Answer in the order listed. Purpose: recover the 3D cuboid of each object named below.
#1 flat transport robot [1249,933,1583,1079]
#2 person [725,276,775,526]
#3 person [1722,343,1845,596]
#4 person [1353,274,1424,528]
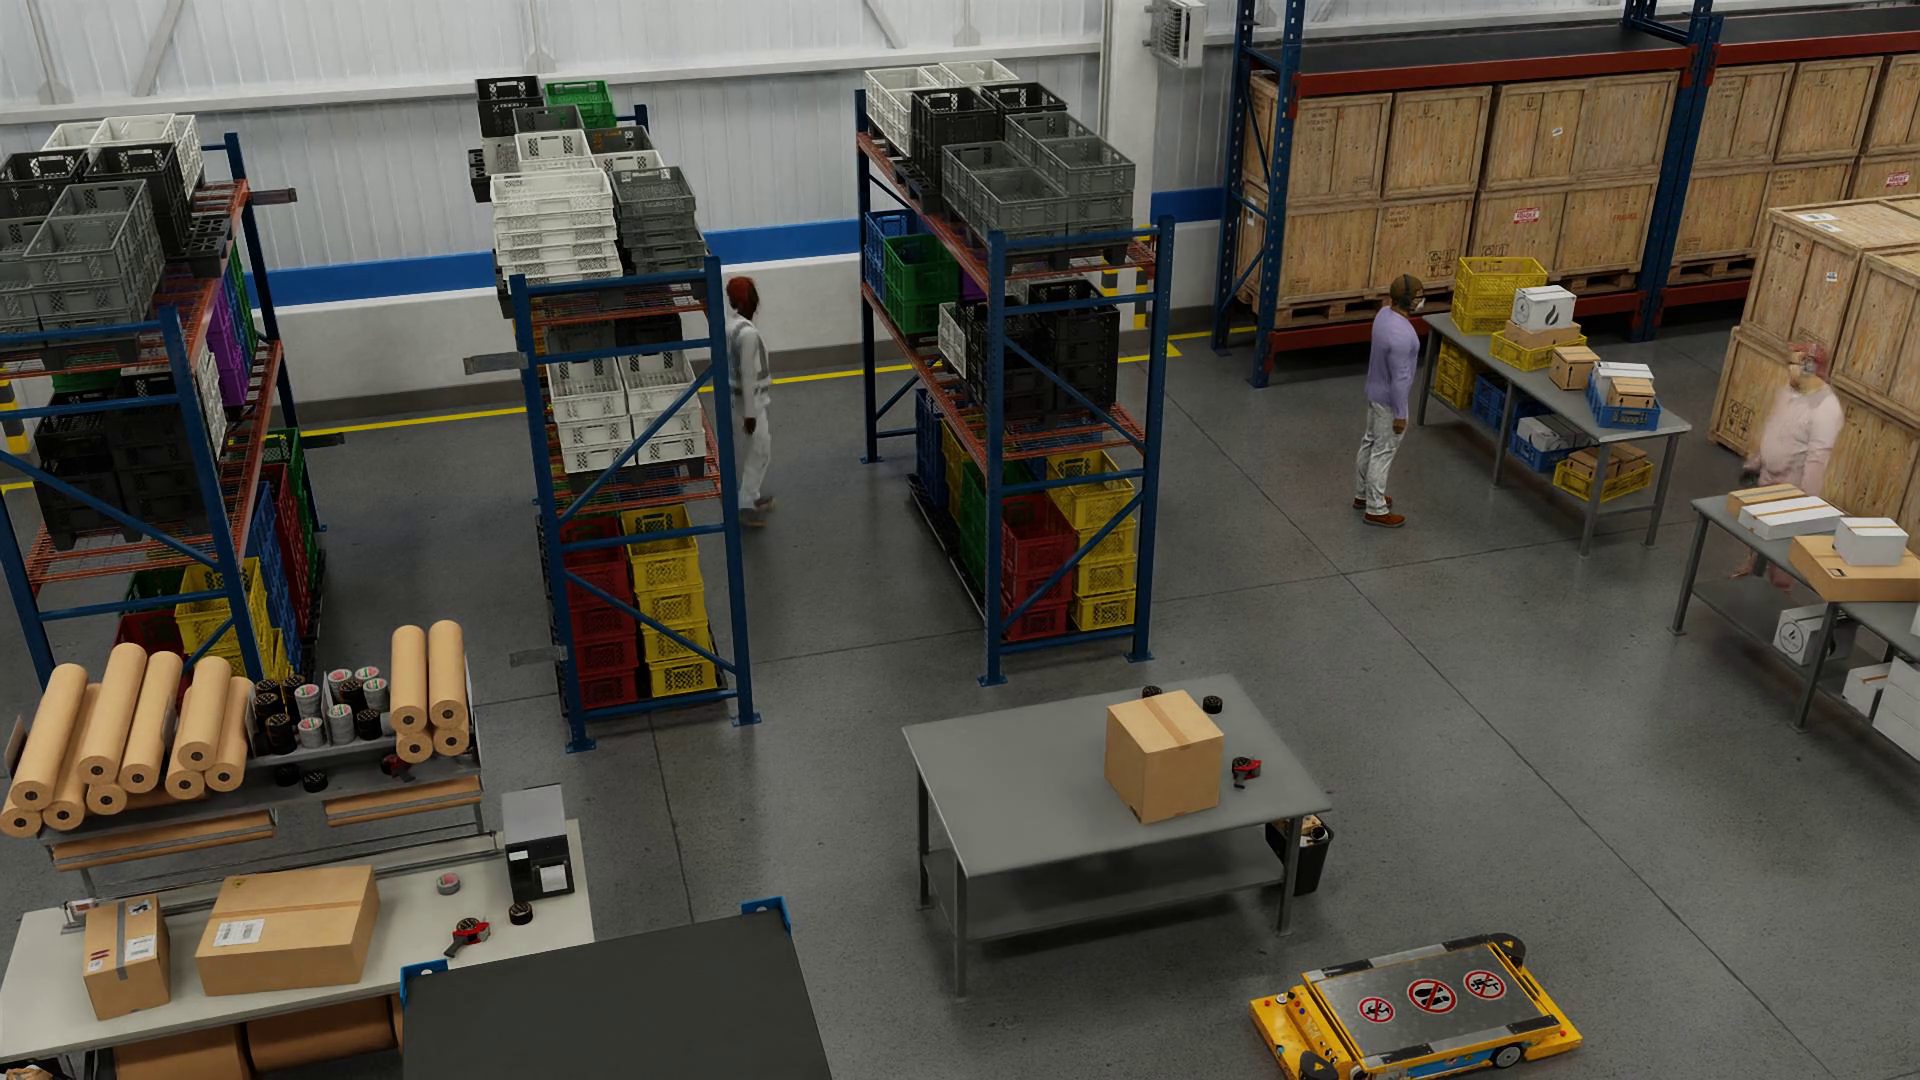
[{"bbox_3d":[2.184,2.282,7.980,1.431,0.197,0.652,-8,30,-14],"label":"flat transport robot"},{"bbox_3d":[-1.588,-1.032,12.404,0.388,1.832,0.721,-8,30,-15],"label":"person"},{"bbox_3d":[5.583,-0.418,11.221,0.398,1.903,0.691,1,29,1],"label":"person"},{"bbox_3d":[3.182,-1.038,12.303,0.372,1.940,0.632,-1,29,-2],"label":"person"}]
